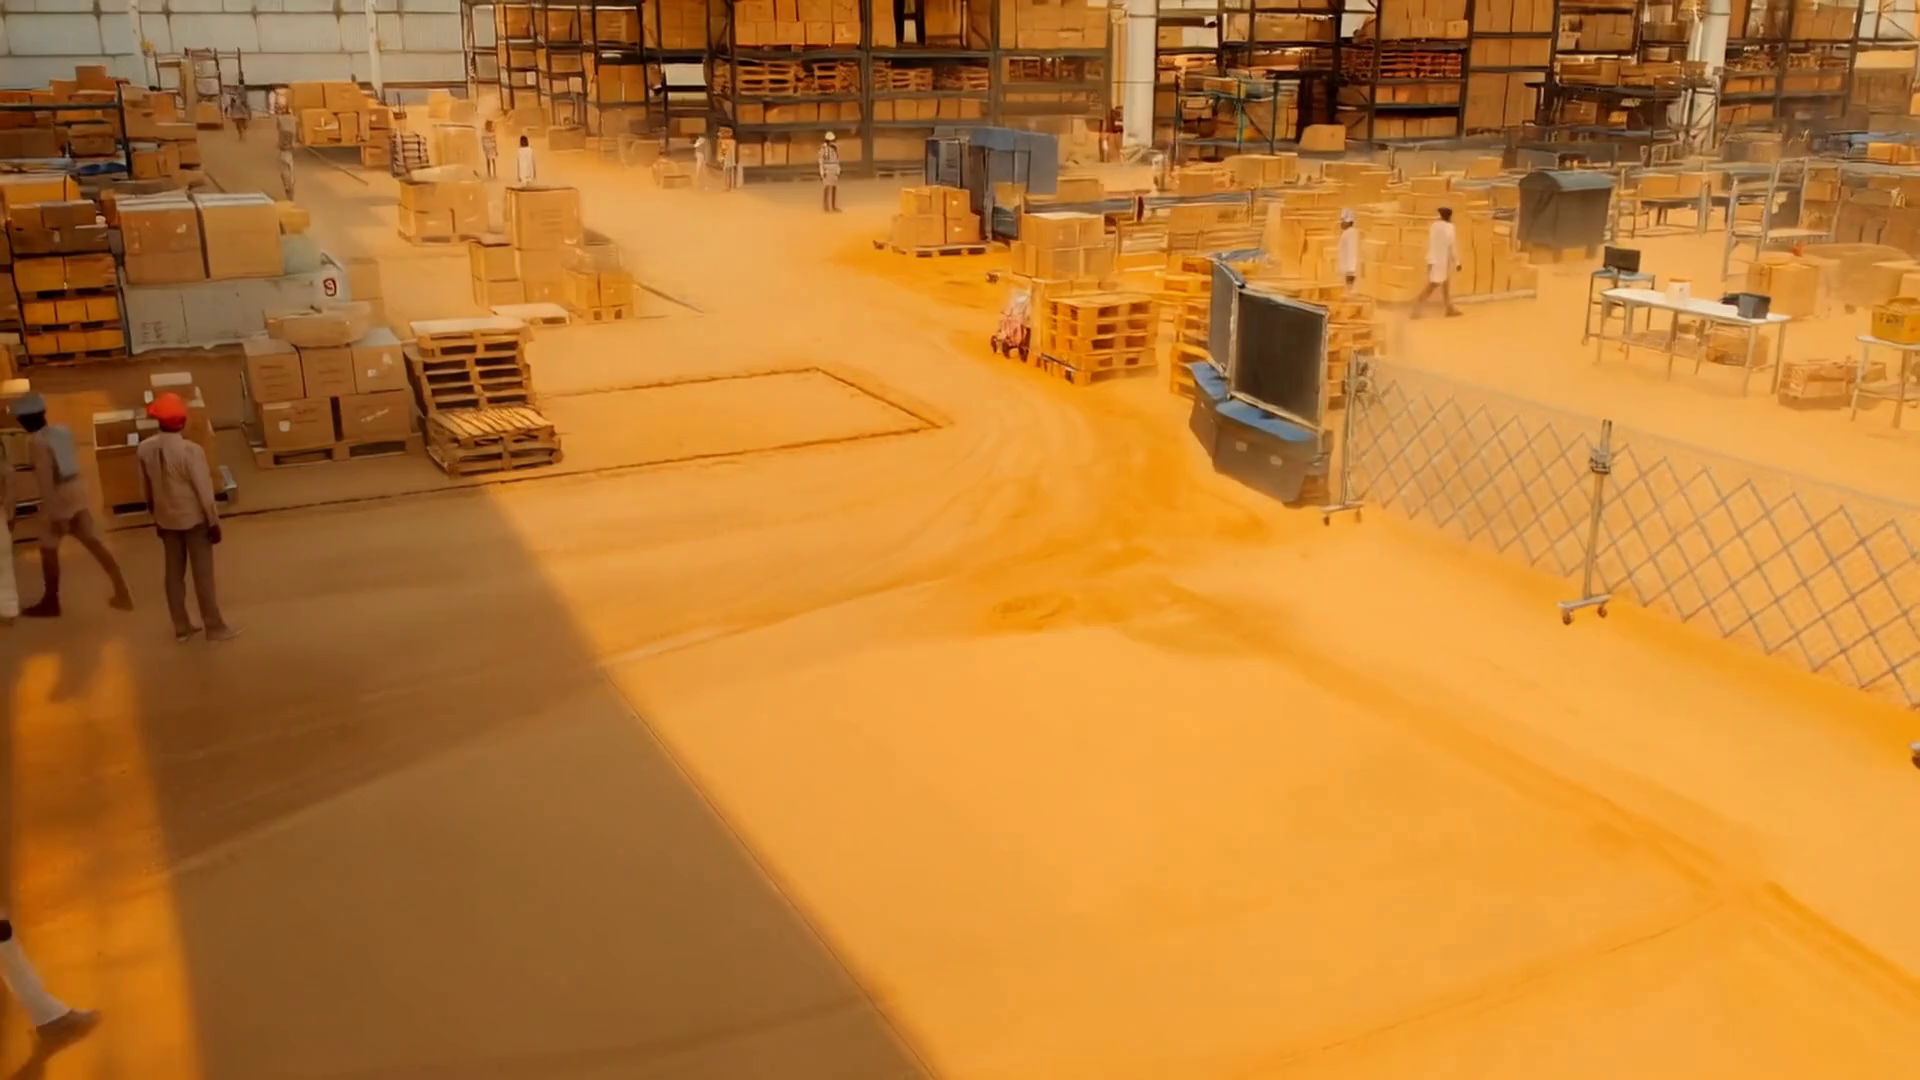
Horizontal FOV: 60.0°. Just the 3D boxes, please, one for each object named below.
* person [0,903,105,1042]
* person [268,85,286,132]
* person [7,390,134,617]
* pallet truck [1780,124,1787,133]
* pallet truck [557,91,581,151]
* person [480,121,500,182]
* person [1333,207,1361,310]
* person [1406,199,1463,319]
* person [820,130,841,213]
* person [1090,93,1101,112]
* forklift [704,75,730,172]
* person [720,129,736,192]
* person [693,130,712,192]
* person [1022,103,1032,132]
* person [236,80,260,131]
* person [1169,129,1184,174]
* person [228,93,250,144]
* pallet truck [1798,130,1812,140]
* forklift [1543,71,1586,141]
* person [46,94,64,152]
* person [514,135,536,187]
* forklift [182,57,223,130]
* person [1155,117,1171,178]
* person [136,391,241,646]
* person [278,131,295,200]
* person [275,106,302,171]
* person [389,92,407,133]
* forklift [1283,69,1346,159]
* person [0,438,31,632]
[{"bbox_3d":[-4.579,1.611,7.514,1.016,1.838,0.590,-15,23,-38],"label":"person"},{"bbox_3d":[-26.013,-16.379,63.481,0.566,1.899,0.922,0,18,-2],"label":"person"},{"bbox_3d":[-7.178,-0.287,13.382,0.845,1.876,0.564,1,18,3],"label":"person"},{"bbox_3d":[25.206,-12.542,52.601,1.601,1.201,0.680,0,18,-2],"label":"pallet truck"},{"bbox_3d":[-13.495,-14.412,57.188,0.823,1.965,1.885,-3,18,-9],"label":"pallet truck"},{"bbox_3d":[-13.282,-10.978,46.983,0.322,1.690,0.532,14,23,37],"label":"person"},{"bbox_3d":[5.872,-4.233,25.751,0.742,1.804,0.629,3,18,8],"label":"person"},{"bbox_3d":[7.525,-4.427,26.253,0.995,1.884,0.558,-4,18,-12],"label":"person"},{"bbox_3d":[-3.084,-8.821,39.852,0.543,1.939,0.371,-11,21,-32],"label":"person"},{"bbox_3d":[5.350,-16.891,65.503,0.500,1.633,0.280,2,18,6],"label":"person"},{"bbox_3d":[-6.730,-12.391,49.464,1.873,2.768,1.129,-9,20,-26],"label":"forklift"},{"bbox_3d":[-6.201,-10.132,44.421,0.307,1.639,0.525,14,23,38],"label":"person"},{"bbox_3d":[-6.938,-10.085,44.309,0.742,1.610,0.525,-12,21,-33],"label":"person"},{"bbox_3d":[2.187,-13.796,55.808,0.817,1.668,0.537,-10,20,-28],"label":"person"},{"bbox_3d":[-28.411,-17.298,66.210,0.662,1.976,0.618,-2,18,-6],"label":"person"},{"bbox_3d":[5.813,-10.166,44.540,0.341,1.620,0.520,-7,19,-20],"label":"person"},{"bbox_3d":[-26.038,-15.232,60.074,0.959,1.805,0.638,16,24,40],"label":"person"},{"bbox_3d":[25.526,-11.556,49.408,1.630,1.274,0.653,-9,20,-26],"label":"pallet truck"},{"bbox_3d":[18.685,-13.231,52.085,1.873,2.768,1.129,-9,20,-26],"label":"forklift"},{"bbox_3d":[-30.792,-14.156,56.483,0.357,1.938,0.637,-9,20,-26],"label":"person"},{"bbox_3d":[-10.314,-8.623,39.369,0.409,1.872,0.577,17,24,42],"label":"person"},{"bbox_3d":[-30.624,-17.792,66.301,1.873,2.768,1.129,-9,20,-26],"label":"forklift"},{"bbox_3d":[5.844,-11.277,47.846,0.527,1.737,0.817,9,20,26],"label":"person"},{"bbox_3d":[-5.947,-0.160,12.762,0.608,1.995,0.377,5,18,15],"label":"person"},{"bbox_3d":[-15.971,-8.718,39.510,0.378,1.958,0.606,-11,21,-31],"label":"person"},{"bbox_3d":[-20.126,-12.060,50.002,0.666,1.901,0.906,1,18,2],"label":"person"},{"bbox_3d":[-19.687,-14.728,58.321,0.591,1.911,0.390,-2,18,-6],"label":"person"},{"bbox_3d":[11.615,-13.871,54.079,1.129,2.768,1.873,-9,20,-27],"label":"forklift"},{"bbox_3d":[-7.732,-0.201,13.101,0.667,1.861,0.588,13,22,36],"label":"person"}]
